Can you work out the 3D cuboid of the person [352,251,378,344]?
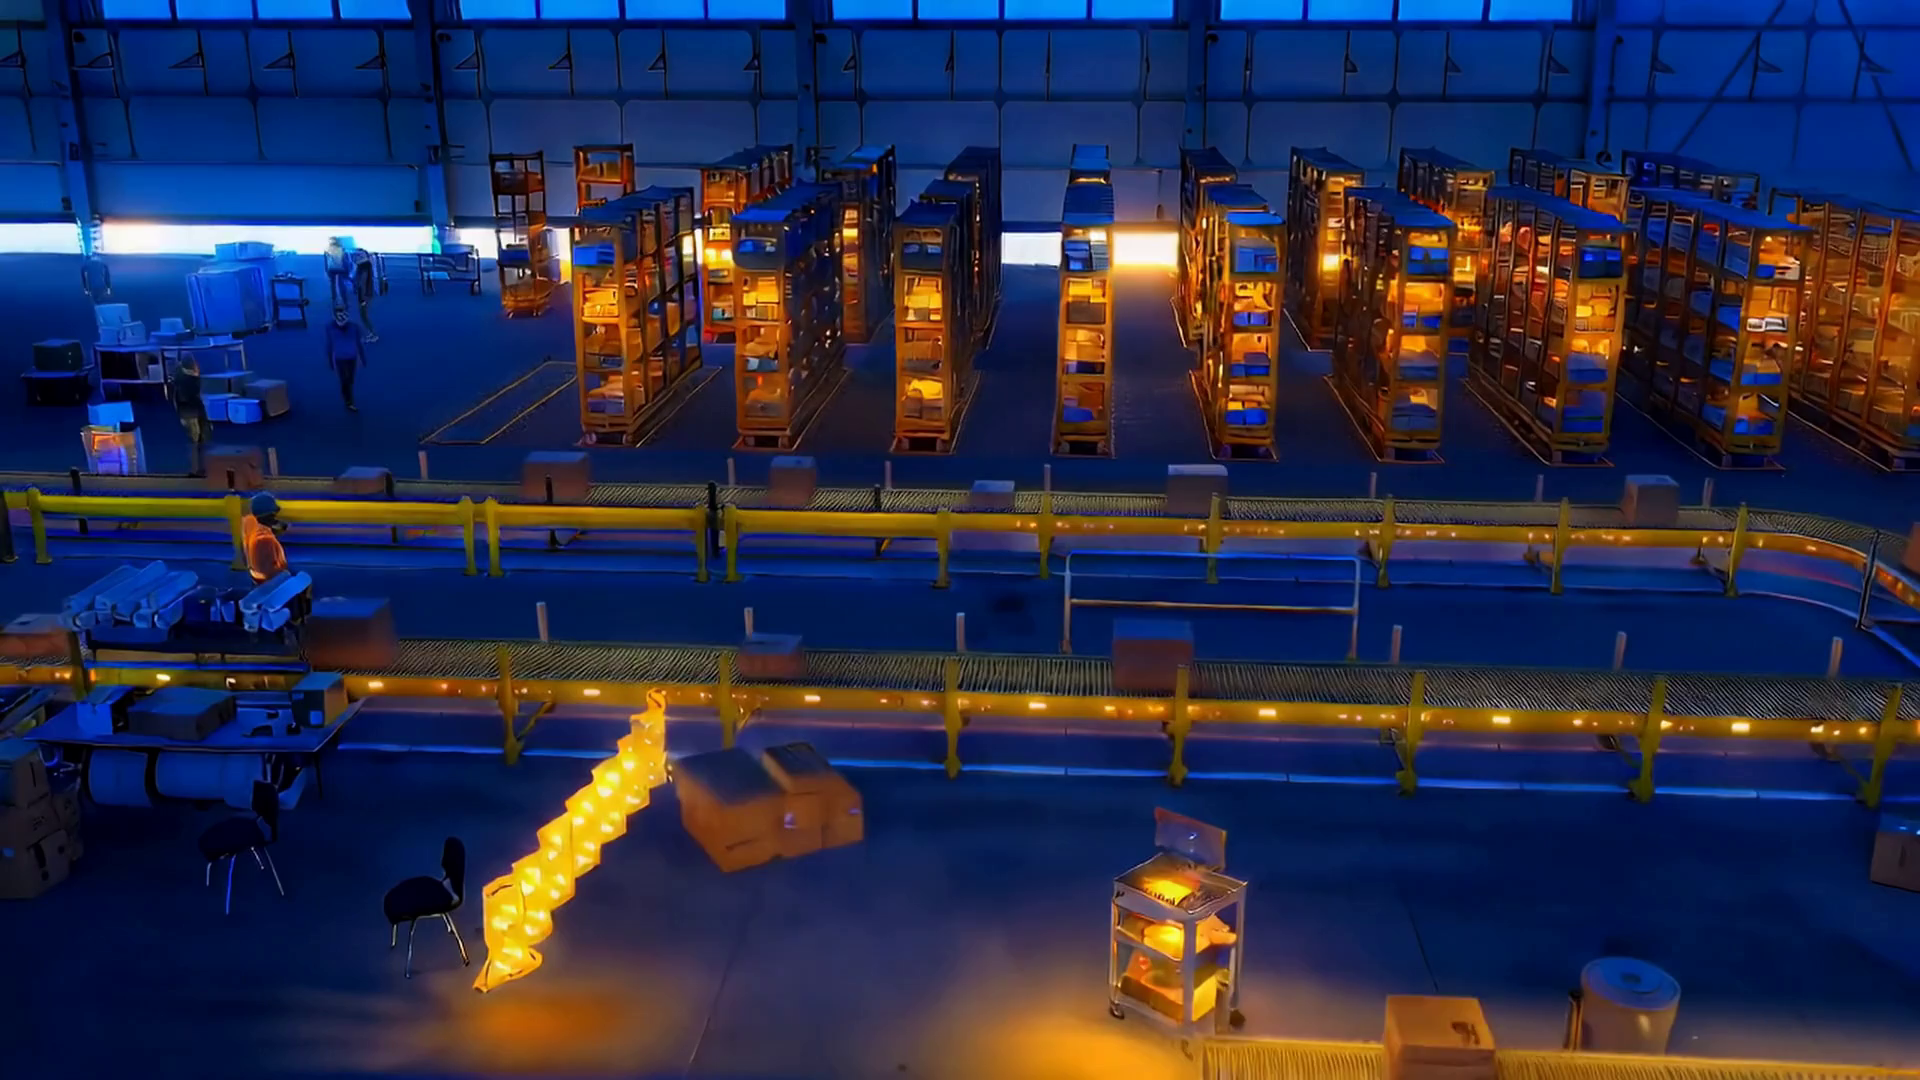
[{"bbox_3d":[-12.308,-5.003,34.331,0.402,1.908,0.650,-3,18,-10],"label":"person"}]

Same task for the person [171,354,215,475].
[{"bbox_3d":[-11.143,-1.805,24.283,0.589,1.837,0.404,4,18,12],"label":"person"}]

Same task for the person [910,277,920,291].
[{"bbox_3d":[-0.754,-5.049,34.627,0.591,1.815,0.640,-1,18,-3],"label":"person"}]

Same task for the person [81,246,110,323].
[{"bbox_3d":[-18.935,-5.574,36.450,0.591,1.703,0.891,-16,23,-40],"label":"person"}]

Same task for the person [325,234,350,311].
[{"bbox_3d":[-14.296,-6.150,38.222,0.487,1.744,0.314,-8,19,-23],"label":"person"}]

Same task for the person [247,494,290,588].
[{"bbox_3d":[-6.975,0.474,16.866,0.388,1.947,0.615,-8,19,-25],"label":"person"}]

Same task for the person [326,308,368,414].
[{"bbox_3d":[-10.403,-3.046,28.300,0.573,1.789,0.979,-15,23,-39],"label":"person"}]
